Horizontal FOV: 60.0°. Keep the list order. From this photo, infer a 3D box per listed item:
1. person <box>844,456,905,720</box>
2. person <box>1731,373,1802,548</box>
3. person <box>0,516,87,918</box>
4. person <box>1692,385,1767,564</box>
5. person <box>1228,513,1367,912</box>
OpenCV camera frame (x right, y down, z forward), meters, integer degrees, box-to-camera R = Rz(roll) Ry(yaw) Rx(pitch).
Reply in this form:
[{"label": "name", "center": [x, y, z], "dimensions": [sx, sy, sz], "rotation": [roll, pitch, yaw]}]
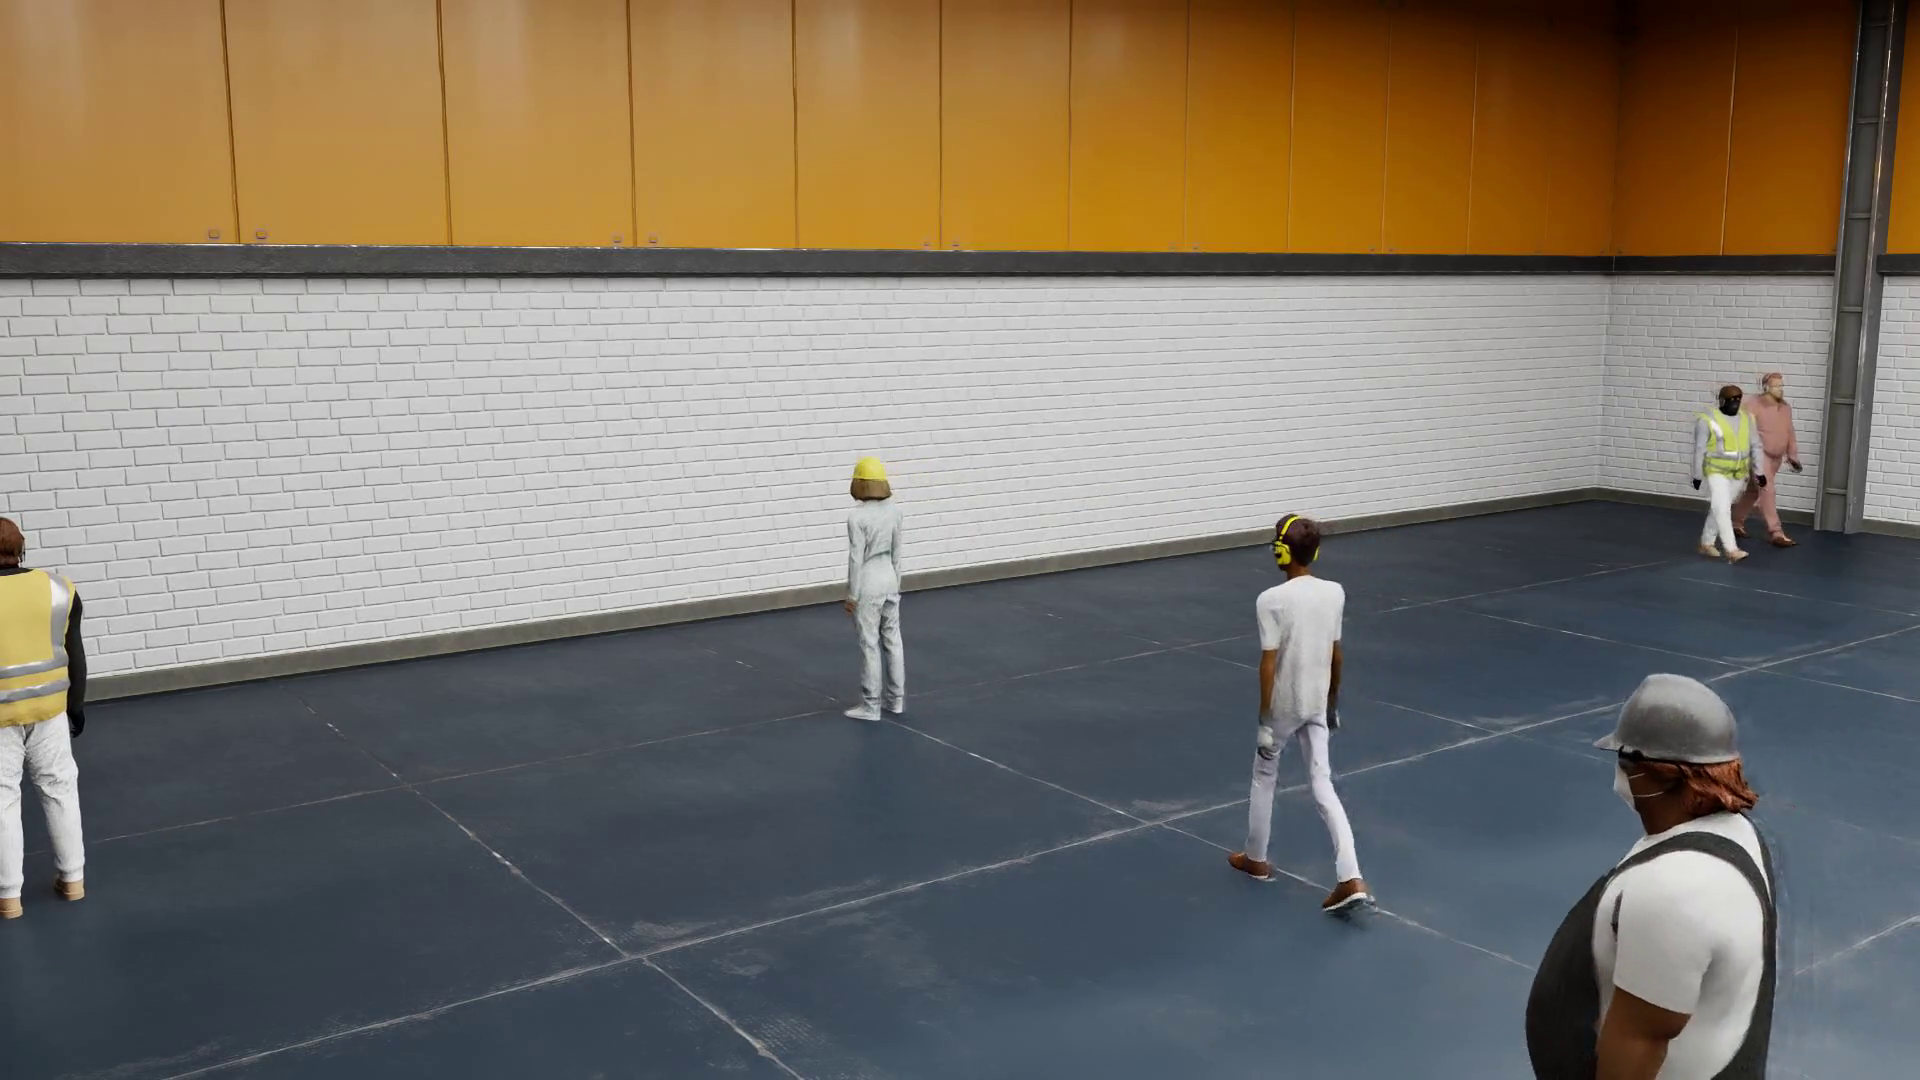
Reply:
[{"label": "person", "center": [-0.582, 0.314, 10.969], "dimensions": [0.320, 1.742, 0.491], "rotation": [7, 12, 39]}, {"label": "person", "center": [8.710, -0.879, 17.979], "dimensions": [0.636, 1.861, 1.005], "rotation": [-5, 10, -26]}, {"label": "person", "center": [-4.350, 0.802, 7.648], "dimensions": [0.429, 1.842, 0.630], "rotation": [8, 12, 40]}, {"label": "person", "center": [7.808, -0.669, 16.865], "dimensions": [0.640, 1.791, 0.950], "rotation": [-2, 9, -11]}, {"label": "person", "center": [1.601, 0.789, 7.763], "dimensions": [0.520, 1.831, 0.951], "rotation": [-4, 10, -22]}]
